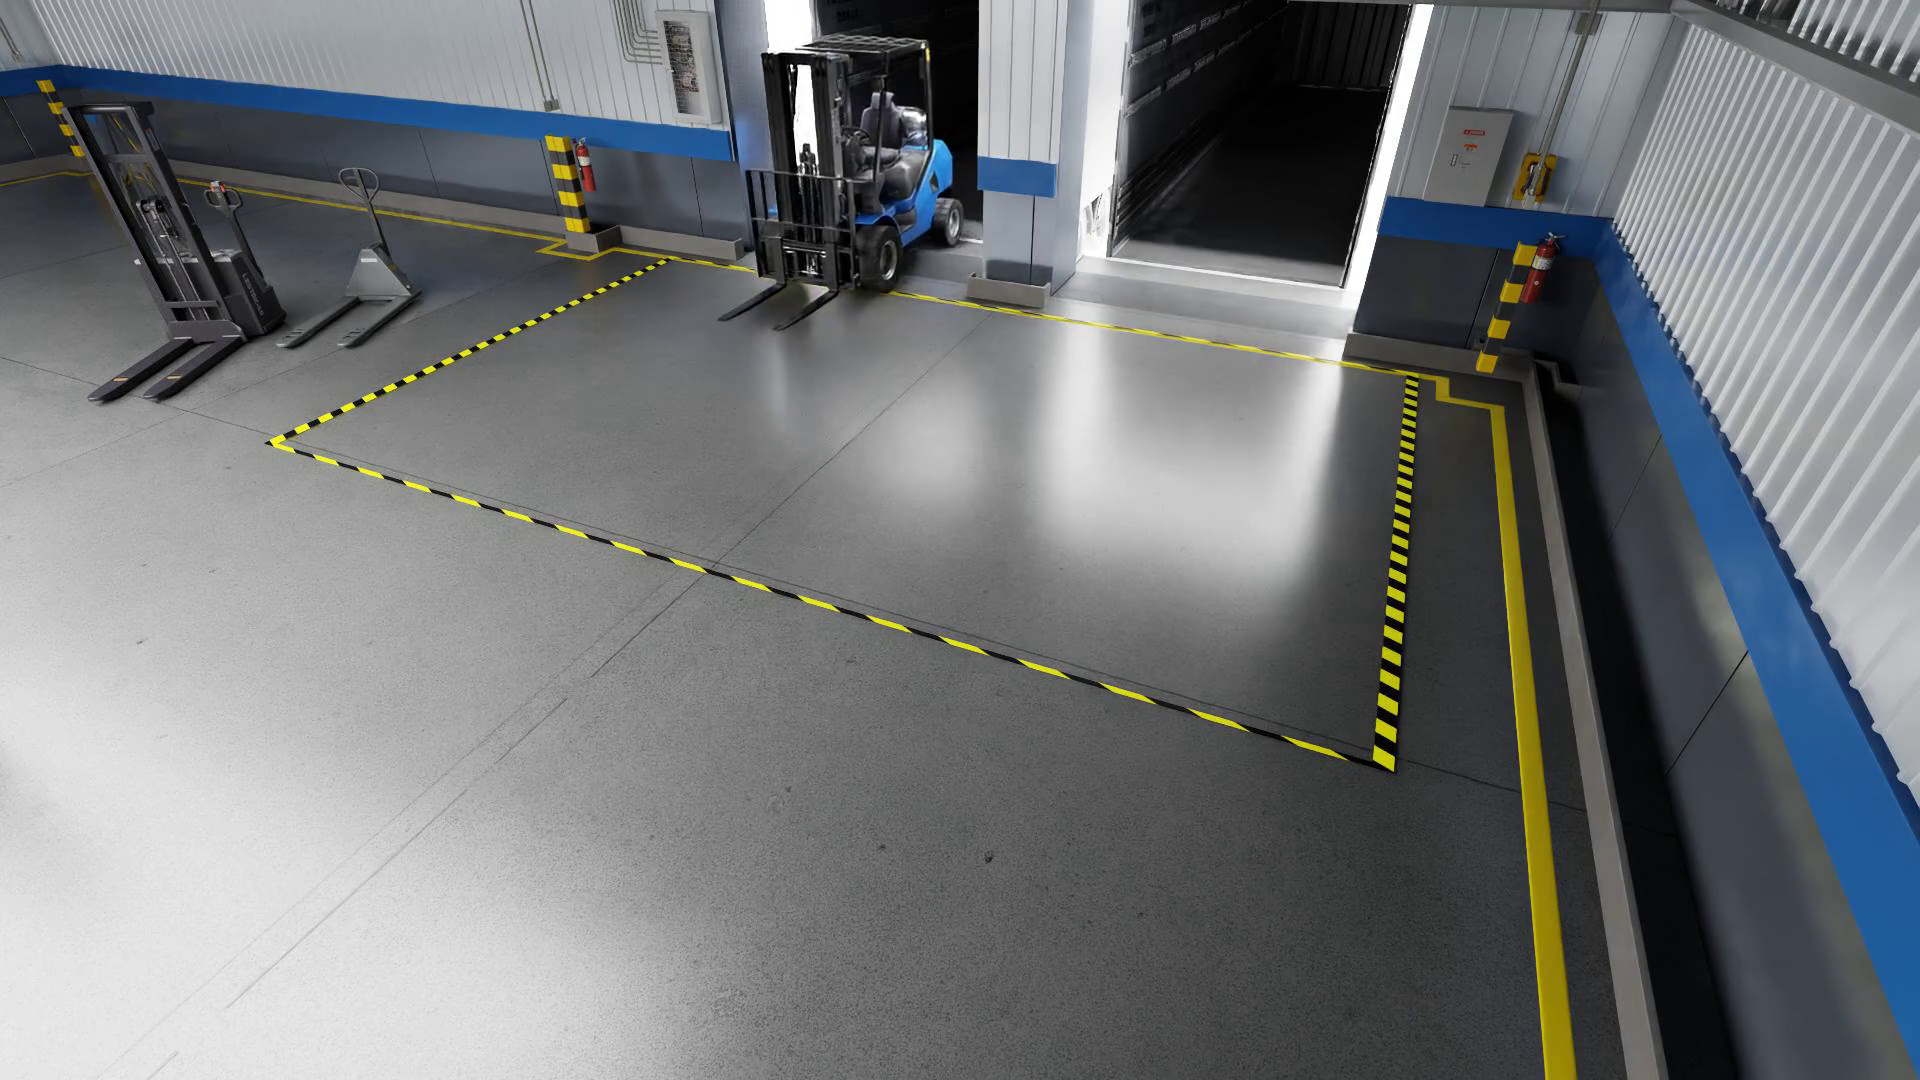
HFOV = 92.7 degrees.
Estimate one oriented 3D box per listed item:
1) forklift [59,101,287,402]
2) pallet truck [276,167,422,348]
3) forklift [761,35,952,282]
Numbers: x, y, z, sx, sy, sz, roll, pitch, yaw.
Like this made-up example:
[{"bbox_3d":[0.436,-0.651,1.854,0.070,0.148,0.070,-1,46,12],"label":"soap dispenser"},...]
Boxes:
[{"bbox_3d":[-6.686,-2.387,7.434,0.823,1.965,1.885,-3,35,-5],"label":"forklift"},{"bbox_3d":[-5.732,-2.611,8.414,0.680,1.201,1.601,-1,35,-1],"label":"pallet truck"},{"bbox_3d":[-1.004,-4.025,9.448,1.157,2.036,2.680,13,37,18],"label":"forklift"}]
